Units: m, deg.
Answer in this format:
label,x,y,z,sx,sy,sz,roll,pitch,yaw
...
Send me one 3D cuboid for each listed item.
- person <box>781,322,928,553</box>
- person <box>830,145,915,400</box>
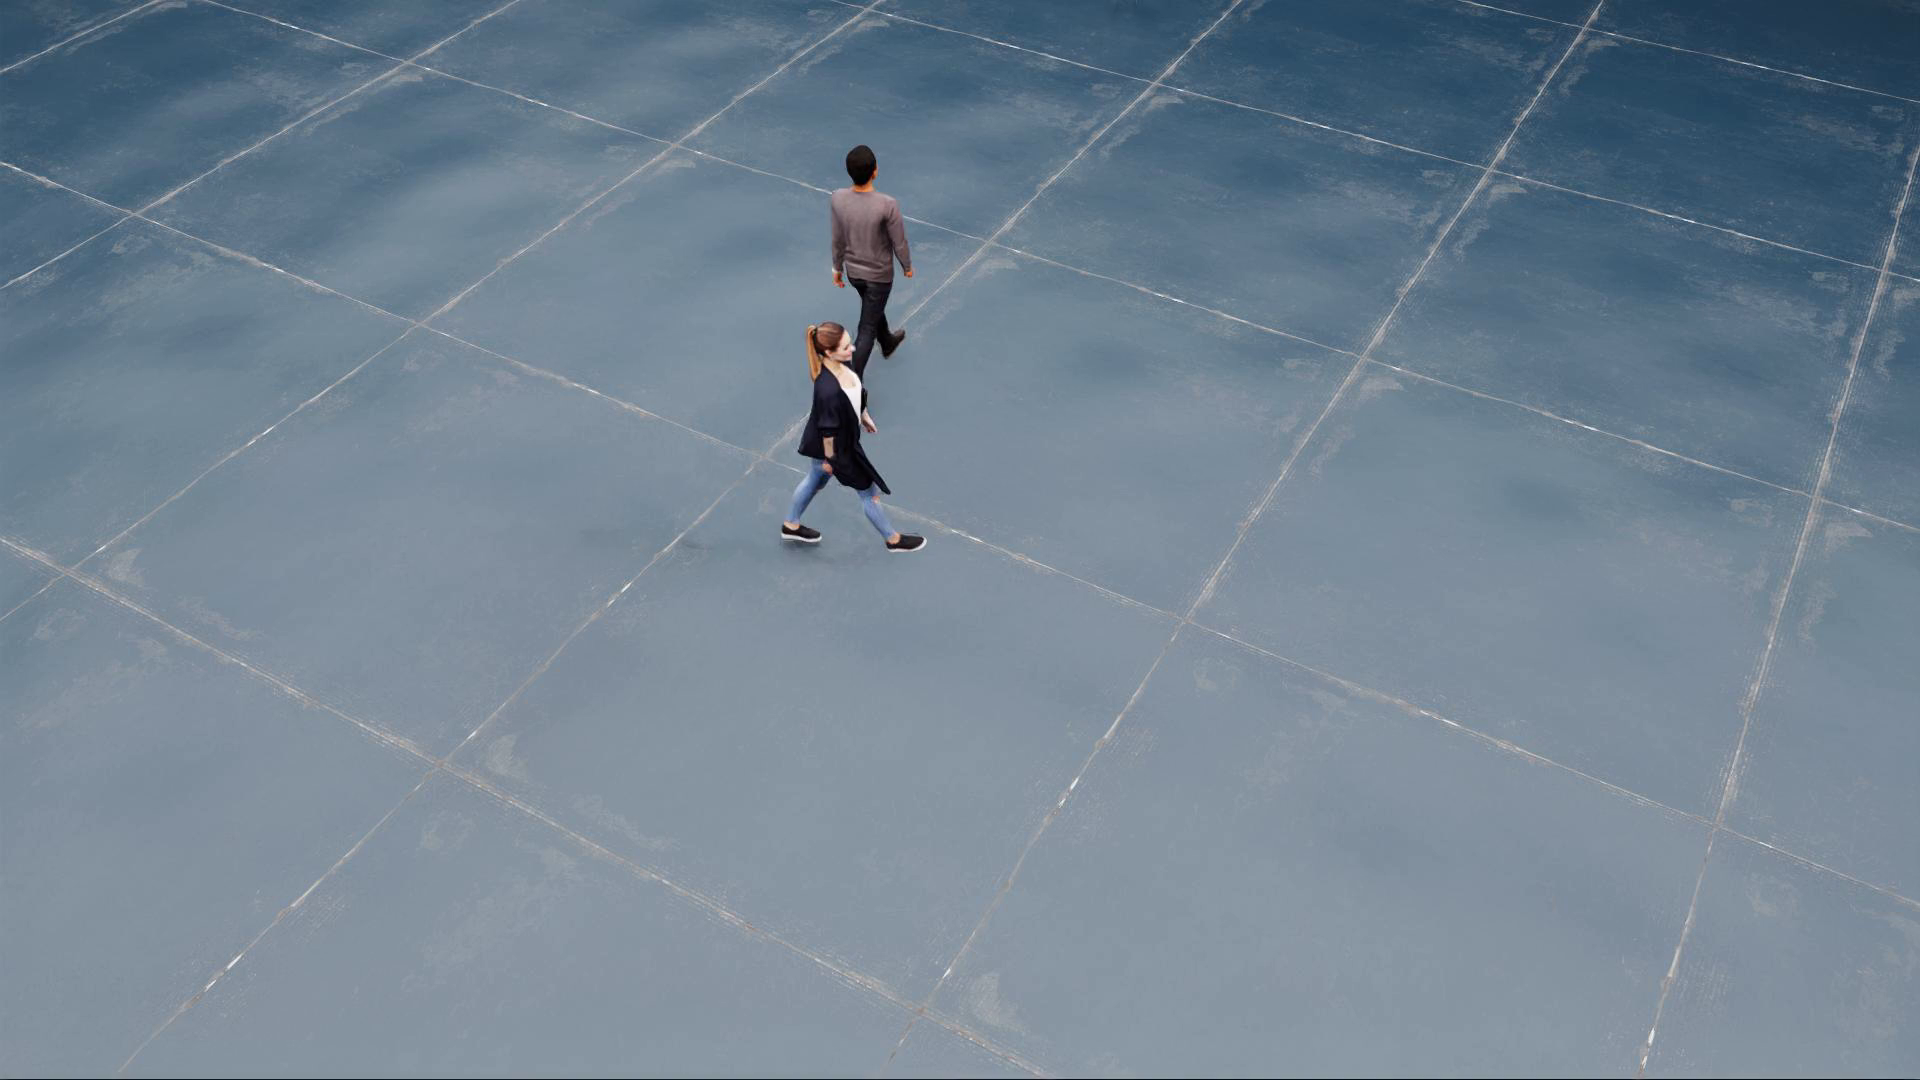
label,x,y,z,sx,sy,sz,roll,pitch,yaw
person,-0.796,-0.560,9.628,1.035,1.632,1.147,1,42,1
person,-0.626,-1.670,10.780,1.150,1.728,0.649,21,46,22
